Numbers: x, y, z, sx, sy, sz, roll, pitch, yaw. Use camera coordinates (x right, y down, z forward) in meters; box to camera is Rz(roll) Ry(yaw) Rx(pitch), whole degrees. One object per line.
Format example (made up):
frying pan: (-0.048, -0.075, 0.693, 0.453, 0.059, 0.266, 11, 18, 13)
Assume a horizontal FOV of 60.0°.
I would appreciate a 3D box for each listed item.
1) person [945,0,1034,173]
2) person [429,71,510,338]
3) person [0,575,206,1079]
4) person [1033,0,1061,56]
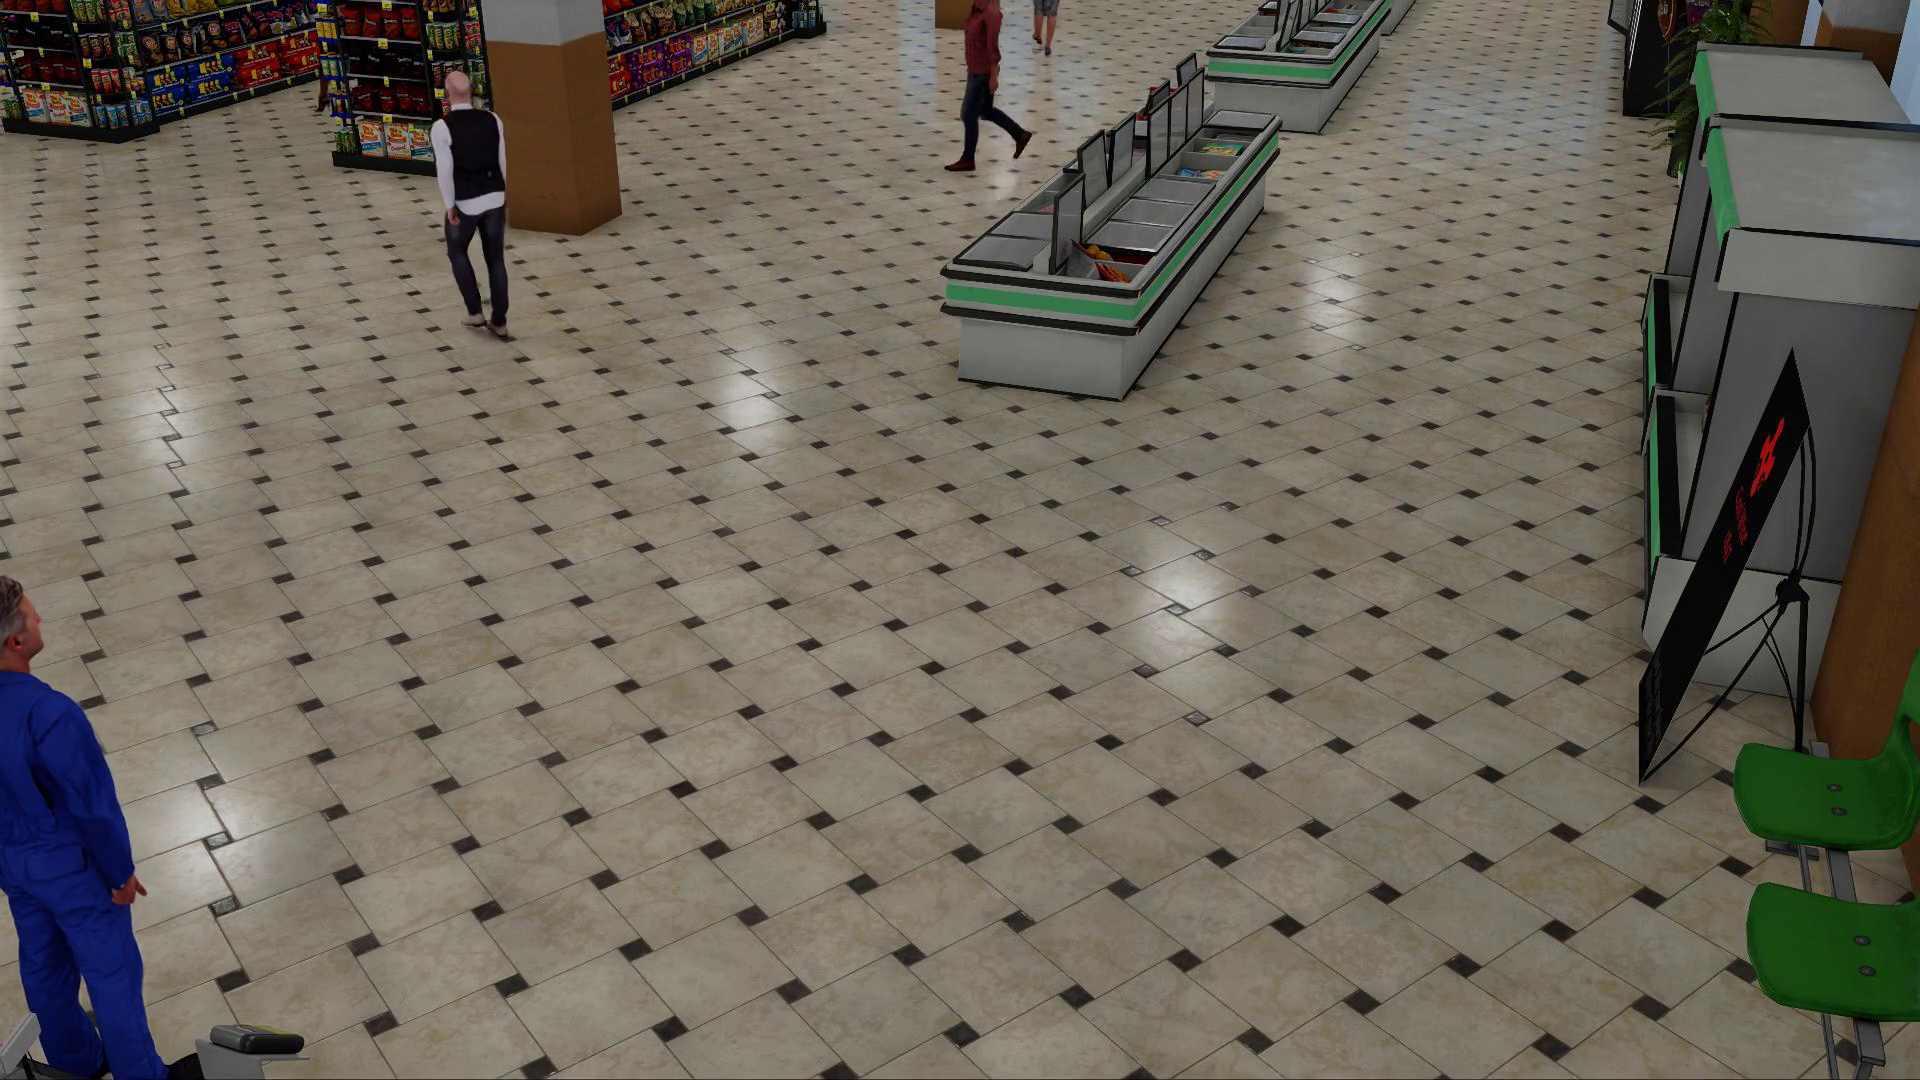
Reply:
person: (0.295, -4.352, 15.493, 1.171, 1.803, 1.193, -7, 28, -14)
person: (-3.257, -2.245, 11.339, 0.792, 1.804, 0.880, -18, 32, -31)
person: (-2.722, 0.956, 5.000, 0.711, 1.828, 0.538, 10, 29, 19)
person: (1.094, -6.840, 20.550, 0.825, 1.666, 1.115, 0, 27, 1)
